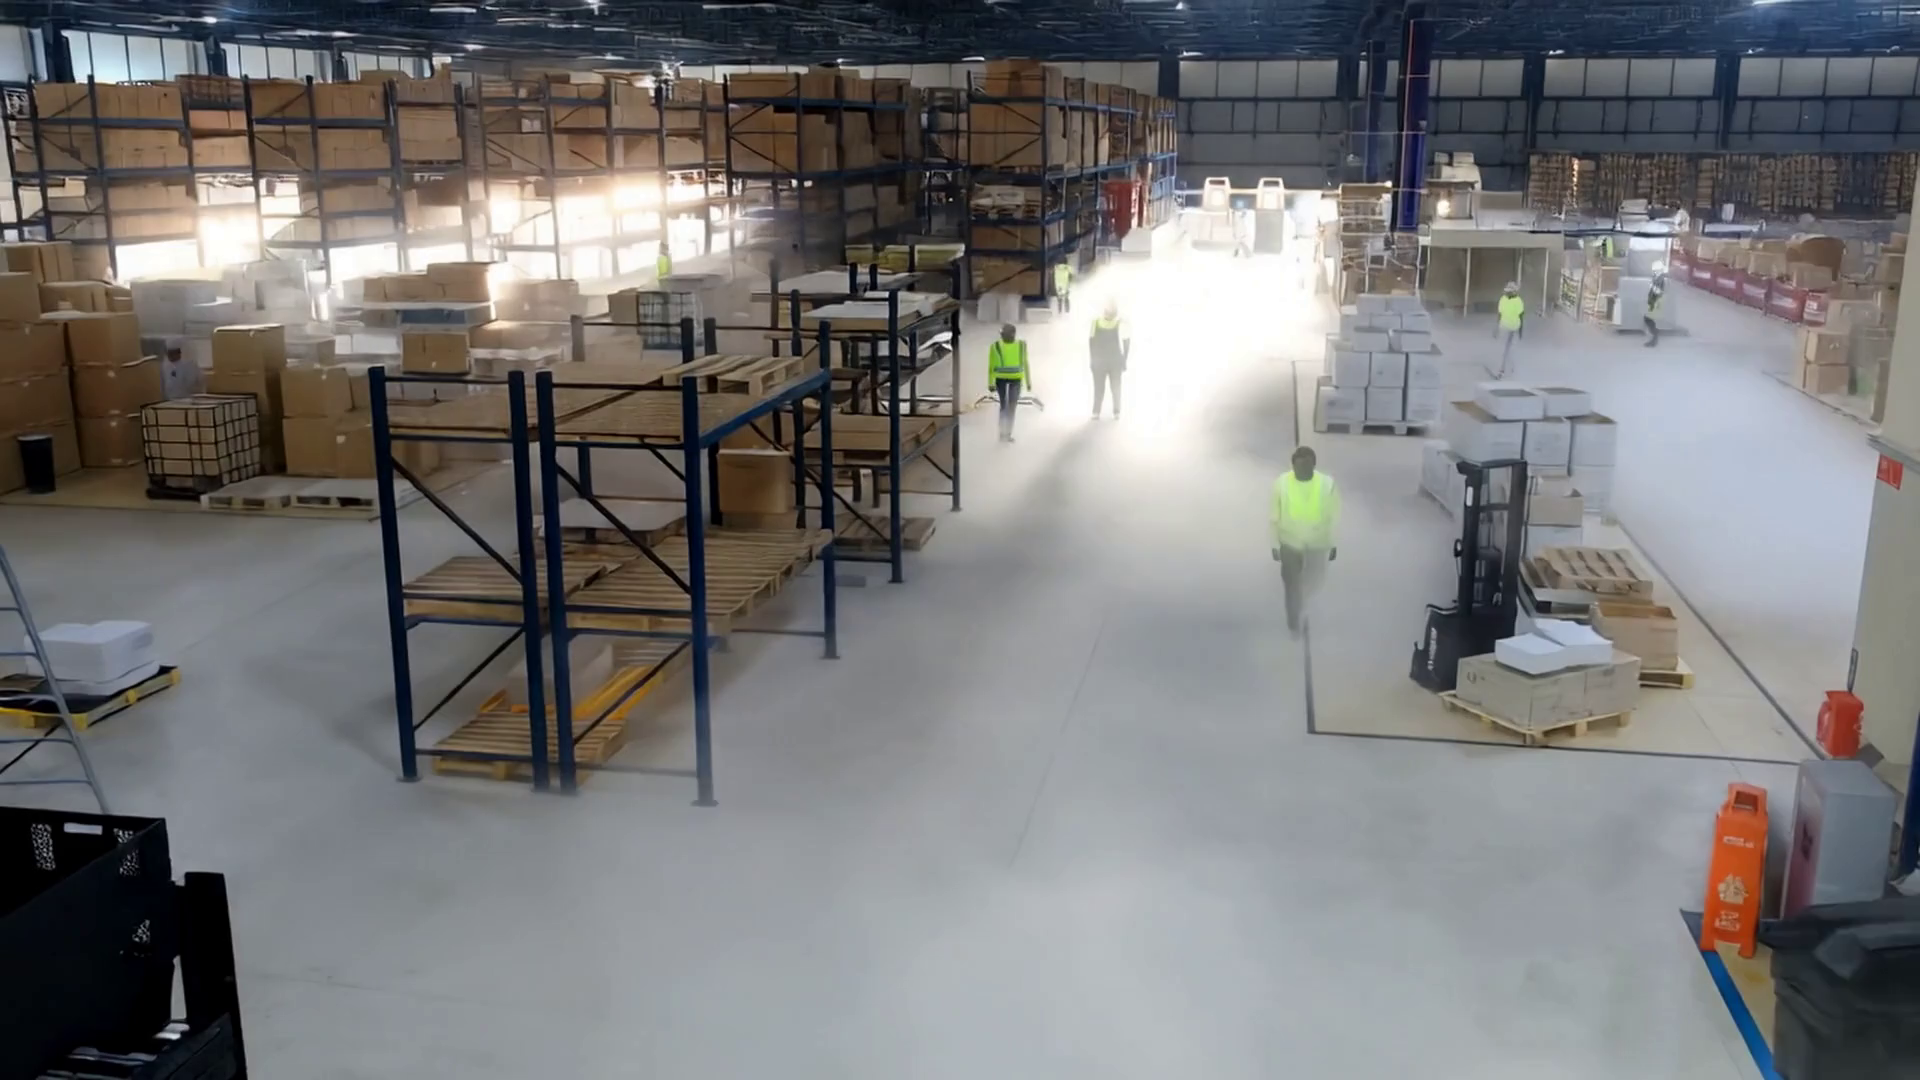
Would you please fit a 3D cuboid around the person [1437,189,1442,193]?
[{"bbox_3d":[23.403,-16.265,81.433,0.597,1.824,0.404,-3,14,-11],"label":"person"}]

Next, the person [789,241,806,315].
[{"bbox_3d":[-3.934,-6.383,41.029,0.523,1.948,0.646,-7,15,-25],"label":"person"}]

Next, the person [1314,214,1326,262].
[{"bbox_3d":[12.847,-10.768,59.358,0.535,1.697,0.322,-11,18,-38],"label":"person"}]

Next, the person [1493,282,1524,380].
[{"bbox_3d":[10.436,-3.997,31.589,0.526,1.840,0.887,13,19,42],"label":"person"}]

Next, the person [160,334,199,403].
[{"bbox_3d":[-10.664,-1.869,22.801,0.597,1.910,0.452,2,14,10],"label":"person"}]

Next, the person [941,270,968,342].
[{"bbox_3d":[-0.117,-5.167,36.767,0.658,1.616,0.523,-13,19,-43],"label":"person"}]

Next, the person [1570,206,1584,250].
[{"bbox_3d":[24.371,-12.313,65.602,0.926,1.704,0.536,-1,14,-2],"label":"person"}]

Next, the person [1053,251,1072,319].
[{"bbox_3d":[2.550,-6.351,41.467,0.545,1.683,0.335,8,16,30],"label":"person"}]

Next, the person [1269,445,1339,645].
[{"bbox_3d":[3.160,0.005,15.374,0.631,1.822,0.732,0,14,0],"label":"person"}]

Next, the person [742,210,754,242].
[{"bbox_3d":[-8.307,-12.071,64.858,0.852,1.581,0.522,5,15,20],"label":"person"}]

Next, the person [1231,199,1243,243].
[{"bbox_3d":[11.599,-13.371,69.676,0.405,1.823,0.591,-11,17,-37],"label":"person"}]

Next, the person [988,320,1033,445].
[{"bbox_3d":[0.747,-2.346,24.809,0.603,1.863,0.501,-6,15,-23],"label":"person"}]

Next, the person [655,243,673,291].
[{"bbox_3d":[-7.509,-6.630,42.270,0.429,1.842,0.635,0,14,2],"label":"person"}]

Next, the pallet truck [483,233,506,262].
[{"bbox_3d":[-11.832,-7.026,43.548,1.885,1.965,0.823,8,16,28],"label":"pallet truck"}]

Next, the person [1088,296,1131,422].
[{"bbox_3d":[2.365,-2.908,26.738,0.684,2.000,0.535,7,16,27],"label":"person"}]

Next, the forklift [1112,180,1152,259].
[{"bbox_3d":[6.082,-11.722,60.796,1.873,2.768,1.129,2,14,9],"label":"forklift"}]

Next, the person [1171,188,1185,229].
[{"bbox_3d":[10.424,-15.858,79.541,0.634,1.941,1.050,3,14,11],"label":"person"}]

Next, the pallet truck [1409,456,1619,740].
[{"bbox_3d":[4.504,0.400,13.395,0.823,1.965,1.885,-6,15,-23],"label":"pallet truck"}]

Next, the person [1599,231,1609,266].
[{"bbox_3d":[19.420,-8.503,50.285,0.275,1.636,0.507,8,16,29],"label":"person"}]

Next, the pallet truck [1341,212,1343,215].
[{"bbox_3d":[15.874,-13.227,70.310,0.680,1.201,1.601,10,17,35],"label":"pallet truck"}]

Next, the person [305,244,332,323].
[{"bbox_3d":[-15.670,-6.268,40.655,0.587,1.911,0.397,-7,15,-26],"label":"person"}]

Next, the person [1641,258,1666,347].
[{"bbox_3d":[15.022,-5.133,36.013,0.404,1.922,0.578,1,14,4],"label":"person"}]

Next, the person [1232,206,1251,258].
[{"bbox_3d":[10.380,-11.326,61.189,0.820,1.918,0.538,-7,15,-26],"label":"person"}]

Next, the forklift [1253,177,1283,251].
[{"bbox_3d":[12.083,-12.747,64.956,1.129,2.768,1.873,3,14,10],"label":"forklift"}]

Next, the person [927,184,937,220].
[{"bbox_3d":[-1.456,-17.585,86.634,0.550,1.905,0.887,2,14,8],"label":"person"}]

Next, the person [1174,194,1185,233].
[{"bbox_3d":[10.123,-15.065,76.677,0.538,1.749,0.618,3,14,12],"label":"person"}]

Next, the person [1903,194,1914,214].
[{"bbox_3d":[44.507,-15.442,78.036,0.395,1.841,0.564,-2,14,-9],"label":"person"}]

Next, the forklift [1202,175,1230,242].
[{"bbox_3d":[10.696,-13.776,69.135,1.129,2.768,1.873,3,14,10],"label":"forklift"}]

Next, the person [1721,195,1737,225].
[{"bbox_3d":[32.838,-13.709,70.878,0.620,1.891,0.993,-6,15,-24],"label":"person"}]

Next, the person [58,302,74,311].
[{"bbox_3d":[-14.225,-2.847,26.699,0.371,1.940,0.627,-2,14,-7],"label":"person"}]
